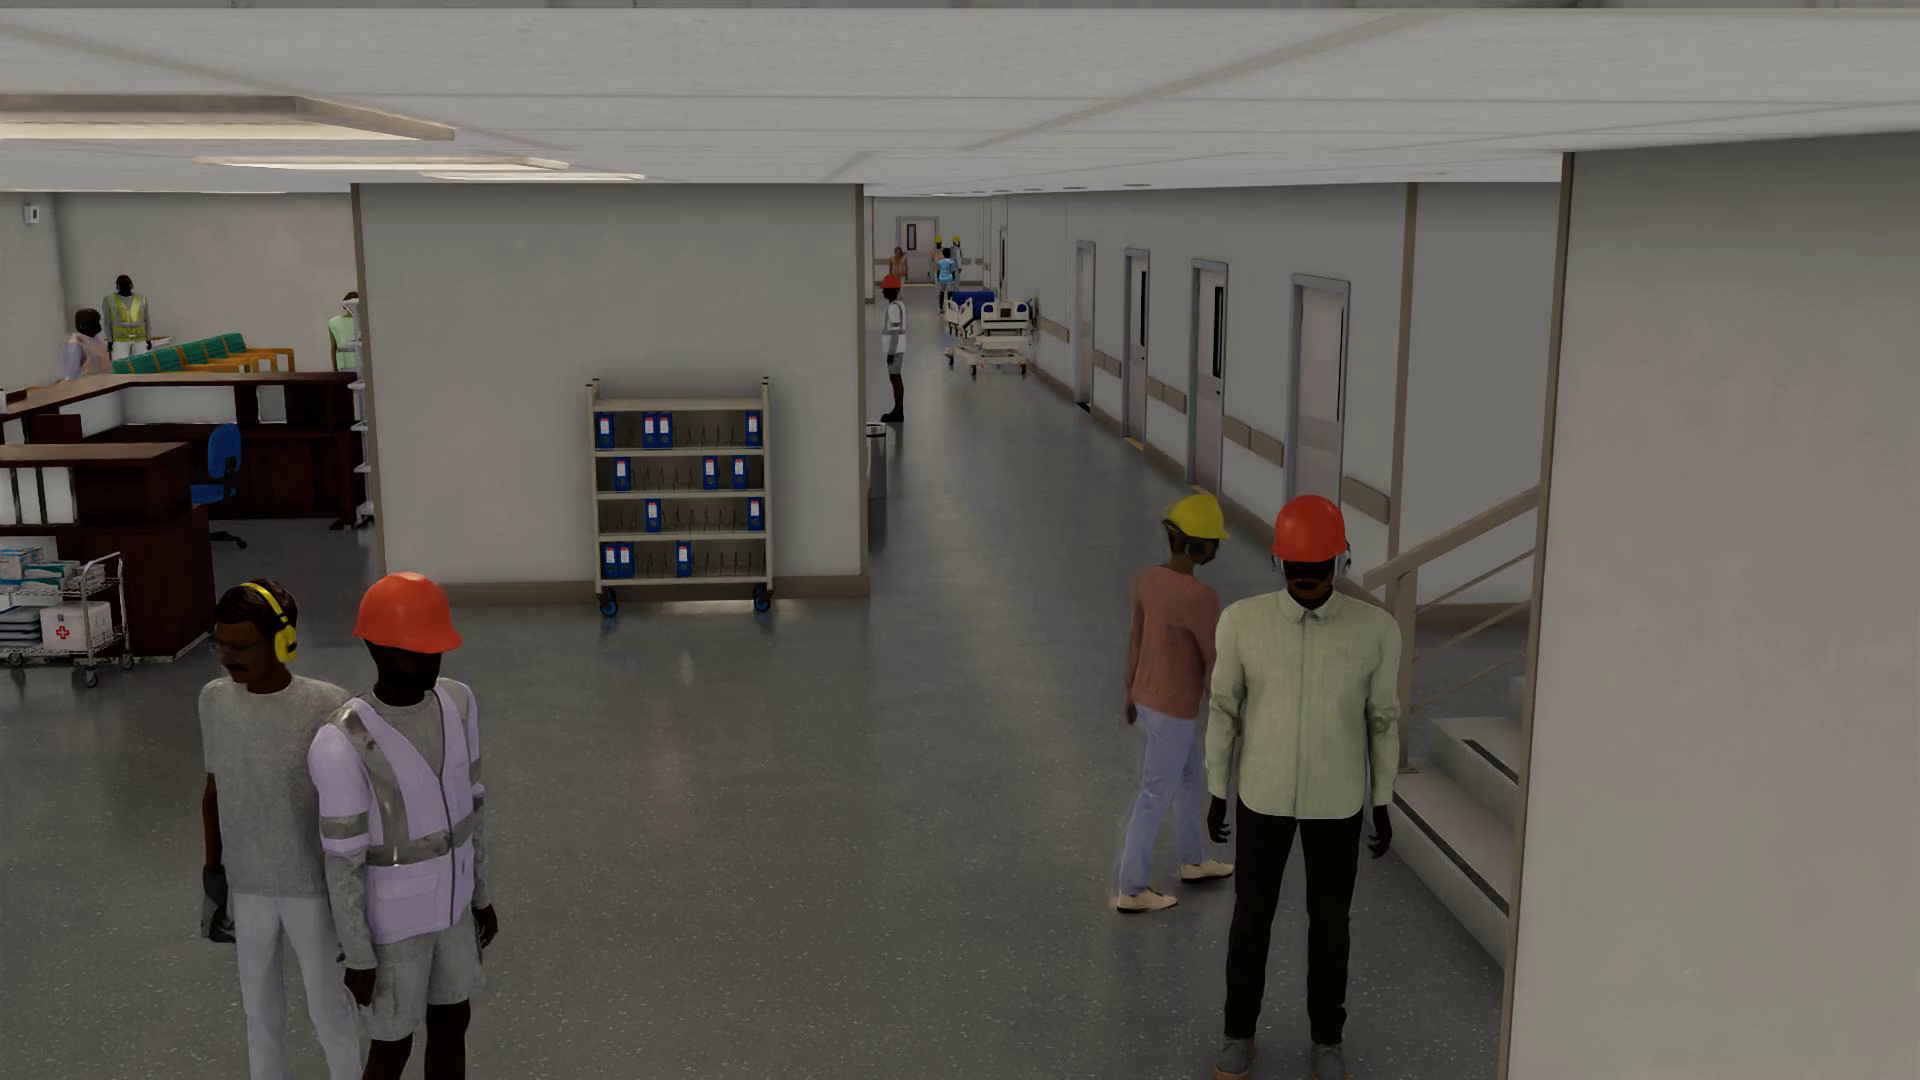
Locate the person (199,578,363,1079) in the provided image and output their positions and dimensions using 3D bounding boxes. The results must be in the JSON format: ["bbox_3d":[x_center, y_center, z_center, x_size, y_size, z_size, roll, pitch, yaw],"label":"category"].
[{"bbox_3d":[-1.964,1.020,4.816,0.517,1.865,0.328,2,12,8],"label":"person"}]

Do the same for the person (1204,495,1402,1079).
[{"bbox_3d":[1.107,0.829,5.422,0.622,1.992,0.396,2,12,10],"label":"person"}]

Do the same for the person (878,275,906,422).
[{"bbox_3d":[-0.894,-2.524,21.952,0.356,1.937,0.552,1,12,4],"label":"person"}]

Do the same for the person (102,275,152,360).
[{"bbox_3d":[-11.988,-2.895,24.002,0.627,1.844,0.429,-9,15,-39],"label":"person"}]

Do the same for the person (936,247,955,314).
[{"bbox_3d":[-0.355,-6.660,42.742,0.536,1.699,0.322,6,13,27],"label":"person"}]

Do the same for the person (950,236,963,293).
[{"bbox_3d":[-0.112,-8.257,50.216,0.404,1.835,0.586,-6,13,-28],"label":"person"}]

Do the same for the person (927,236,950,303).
[{"bbox_3d":[-0.612,-7.618,46.978,0.619,1.873,0.974,2,12,7],"label":"person"}]

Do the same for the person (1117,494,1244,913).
[{"bbox_3d":[0.960,0.671,6.824,0.744,1.733,0.516,-4,12,-19],"label":"person"}]

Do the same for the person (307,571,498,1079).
[{"bbox_3d":[-1.502,1.027,4.634,0.384,1.929,0.539,6,13,26],"label":"person"}]

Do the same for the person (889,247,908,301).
[{"bbox_3d":[-1.722,-7.433,46.775,0.534,1.589,0.857,0,12,-2],"label":"person"}]
